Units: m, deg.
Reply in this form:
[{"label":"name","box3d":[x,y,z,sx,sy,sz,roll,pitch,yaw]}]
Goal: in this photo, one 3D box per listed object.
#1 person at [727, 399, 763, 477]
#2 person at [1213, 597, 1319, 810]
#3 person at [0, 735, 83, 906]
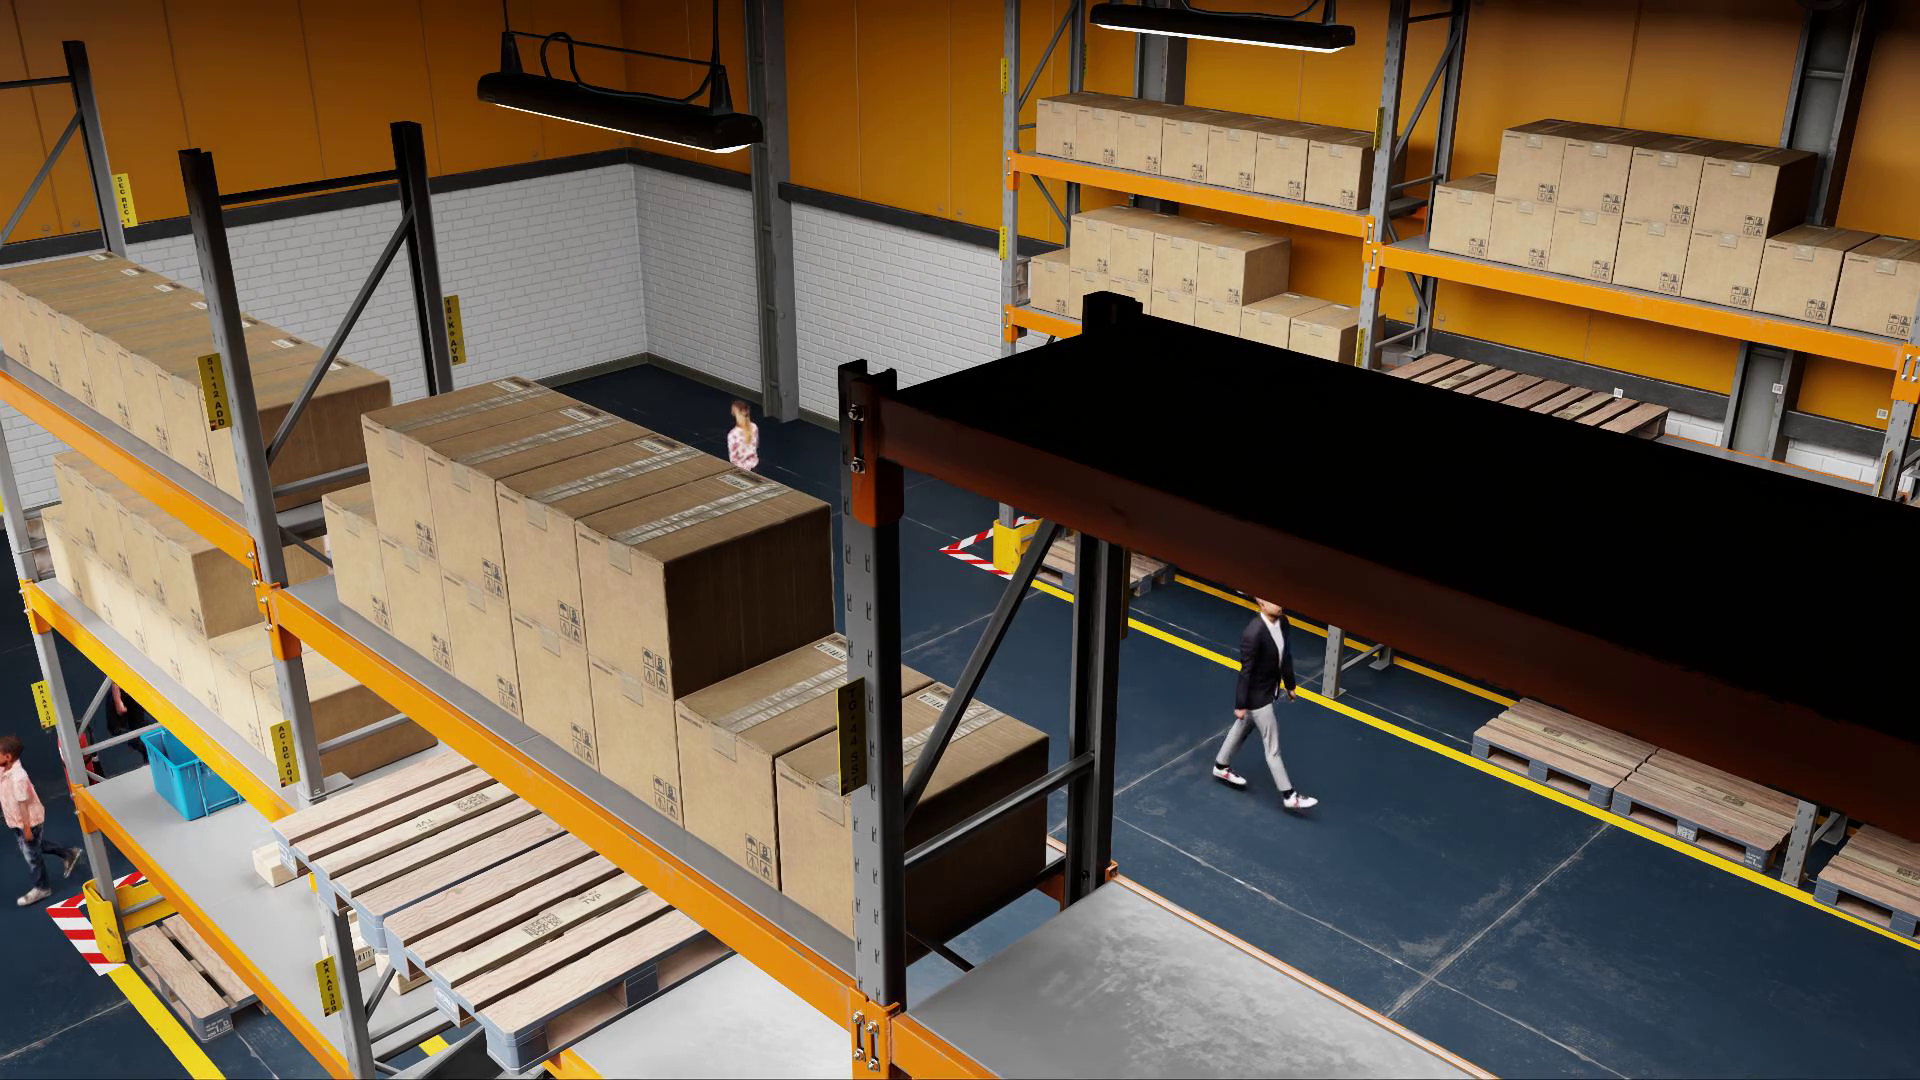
[{"label":"person","box3d":[-2.217,-0.692,17.626,0.568,1.608,1.018,-22,32,-40]},{"label":"person","box3d":[2.281,1.156,13.044,1.220,1.893,0.807,17,29,34]},{"label":"person","box3d":[-6.632,1.967,11.933,0.580,1.296,0.657,-21,32,-40]}]
